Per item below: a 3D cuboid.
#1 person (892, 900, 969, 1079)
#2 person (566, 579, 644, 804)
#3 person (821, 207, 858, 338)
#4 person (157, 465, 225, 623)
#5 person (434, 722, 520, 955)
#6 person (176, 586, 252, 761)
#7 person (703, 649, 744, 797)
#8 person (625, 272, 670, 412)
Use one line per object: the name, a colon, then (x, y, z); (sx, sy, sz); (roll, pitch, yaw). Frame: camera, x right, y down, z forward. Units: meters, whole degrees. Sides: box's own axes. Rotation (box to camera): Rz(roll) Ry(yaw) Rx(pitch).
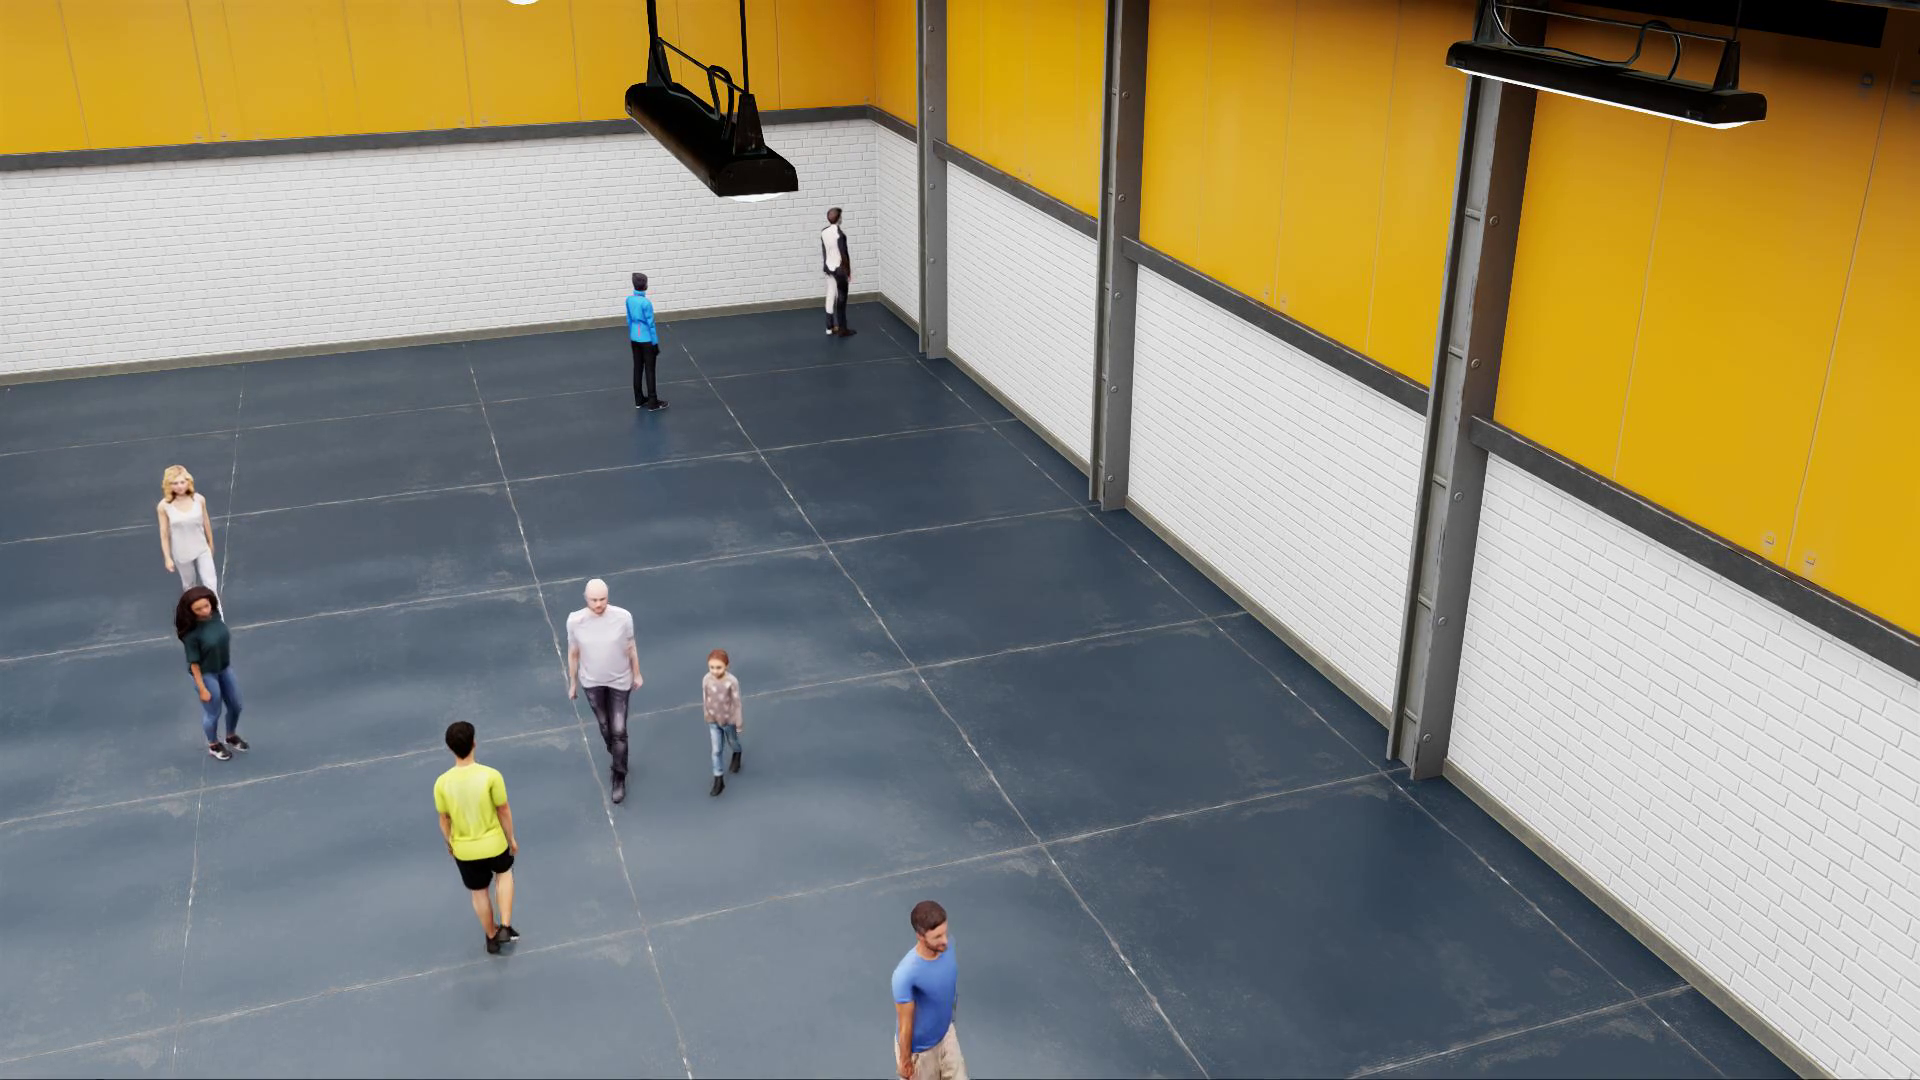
person: (-0.263, 2.745, 9.222); (1.118, 1.839, 0.993); (14, 27, 29)
person: (-2.757, 1.074, 13.088); (0.907, 1.805, 1.051); (0, 24, 1)
person: (-1.813, -3.957, 24.486); (0.827, 1.892, 0.681); (-21, 31, -39)
person: (-7.231, 0.075, 15.594); (0.766, 1.628, 1.103); (-15, 28, -30)
person: (-3.193, 2.038, 11.023); (0.688, 1.692, 0.715); (-3, 24, -7)
person: (-6.048, 1.065, 13.381); (0.803, 1.586, 0.741); (4, 24, 10)
person: (-1.853, 1.384, 13.162); (0.738, 1.177, 0.892); (4, 24, 9)
person: (-4.091, -2.559, 21.403); (0.658, 1.800, 0.759); (17, 29, 34)
